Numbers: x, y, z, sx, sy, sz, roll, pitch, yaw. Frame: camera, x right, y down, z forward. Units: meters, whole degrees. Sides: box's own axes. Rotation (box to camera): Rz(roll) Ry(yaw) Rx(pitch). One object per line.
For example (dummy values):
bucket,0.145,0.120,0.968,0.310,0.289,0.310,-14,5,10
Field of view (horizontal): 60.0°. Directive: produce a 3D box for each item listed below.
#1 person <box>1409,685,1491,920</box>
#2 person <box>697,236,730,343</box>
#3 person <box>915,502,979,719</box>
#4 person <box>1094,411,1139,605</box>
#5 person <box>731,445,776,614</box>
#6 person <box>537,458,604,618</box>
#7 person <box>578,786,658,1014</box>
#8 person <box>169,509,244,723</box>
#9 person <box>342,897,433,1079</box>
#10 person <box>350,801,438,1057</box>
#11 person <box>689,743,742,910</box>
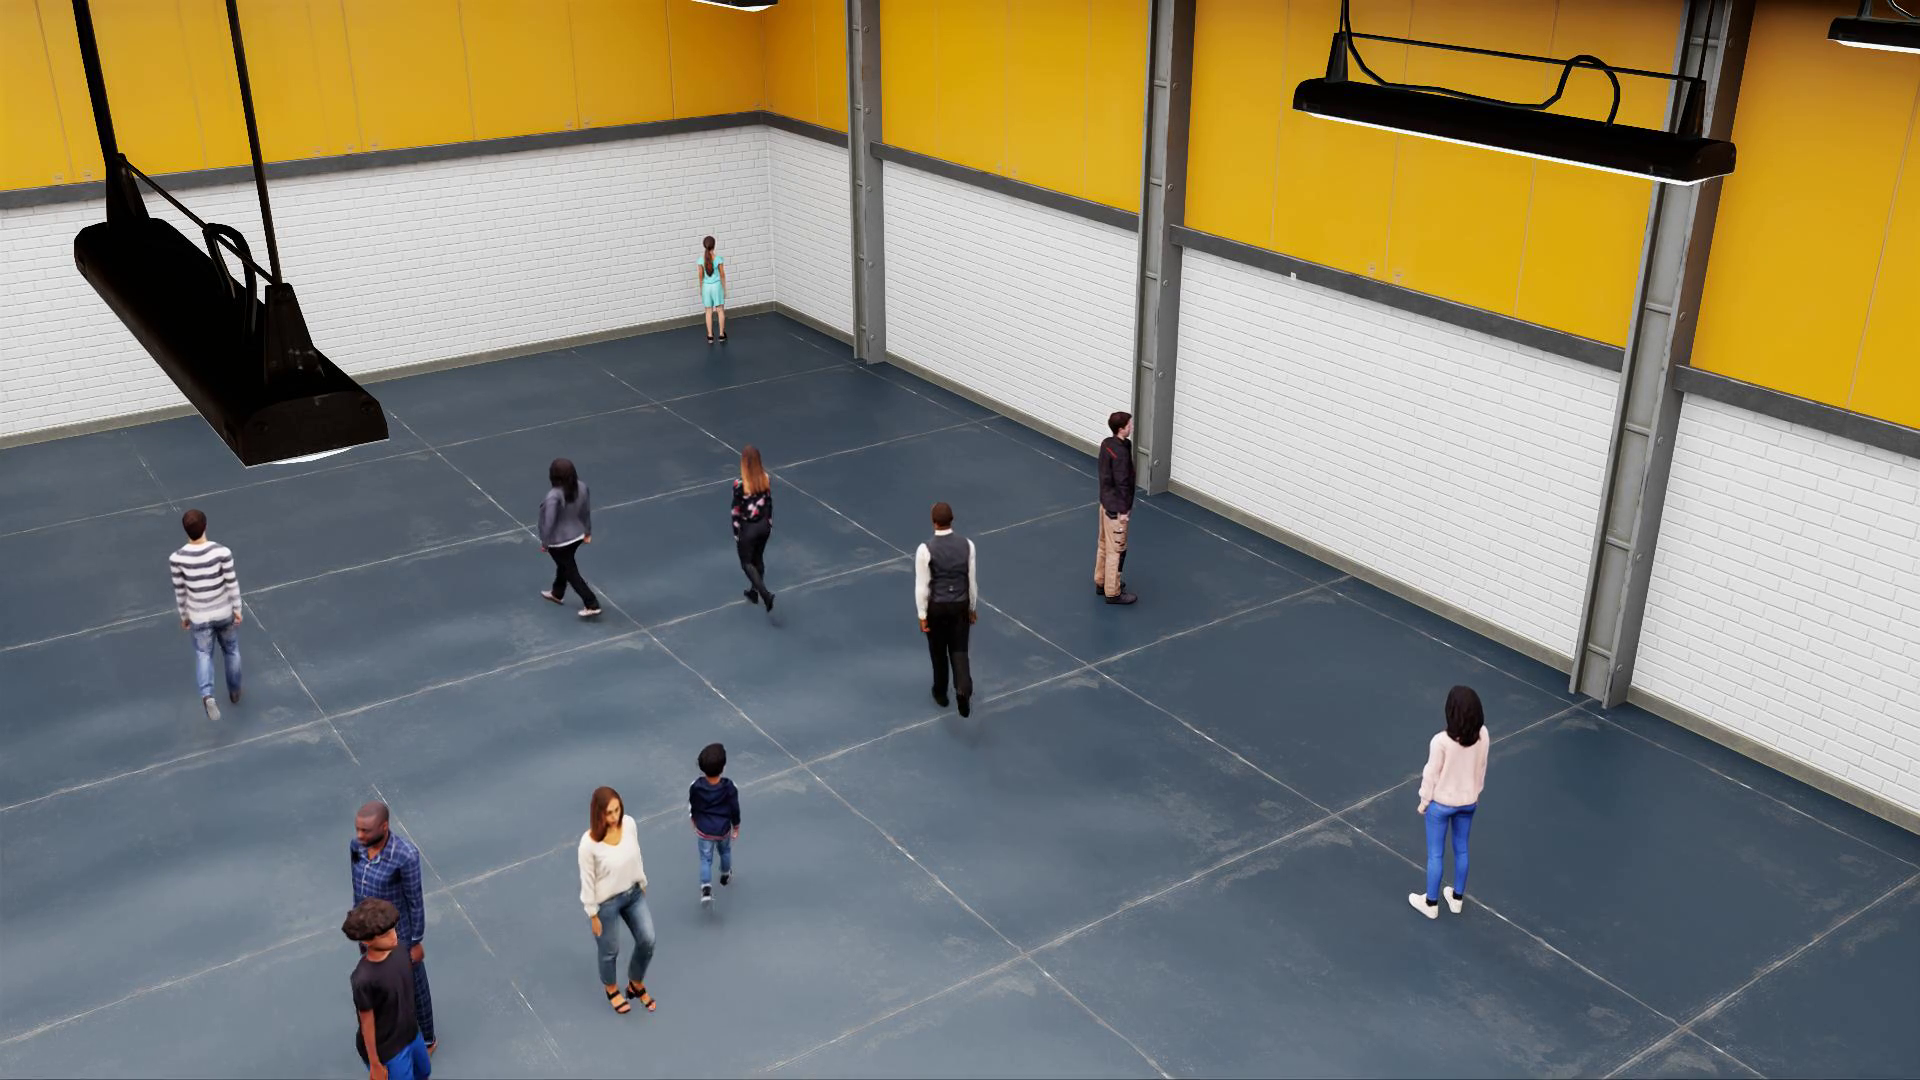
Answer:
person,3.375,1.799,11.405,0.713,1.769,0.677,-5,24,-12
person,-3.584,-3.635,24.097,0.692,1.560,0.747,-1,24,-1
person,-0.086,0.617,13.946,0.955,1.901,1.134,-5,24,-10
person,1.504,-0.333,16.089,0.838,1.924,0.679,-5,24,-12
person,-1.938,-0.089,15.852,0.569,1.667,0.912,-16,28,-32
person,-3.684,0.009,15.756,1.160,1.564,0.996,11,26,23
person,-2.228,2.243,10.515,0.680,1.668,0.704,21,31,39
person,-6.288,0.649,13.954,0.827,1.834,1.081,-8,25,-17
person,-3.235,2.744,9.222,0.980,1.785,0.885,7,25,16
person,-3.440,2.358,10.056,0.720,1.826,0.829,11,26,24
person,-1.740,2.004,11.641,0.757,1.204,0.882,-1,24,-2
